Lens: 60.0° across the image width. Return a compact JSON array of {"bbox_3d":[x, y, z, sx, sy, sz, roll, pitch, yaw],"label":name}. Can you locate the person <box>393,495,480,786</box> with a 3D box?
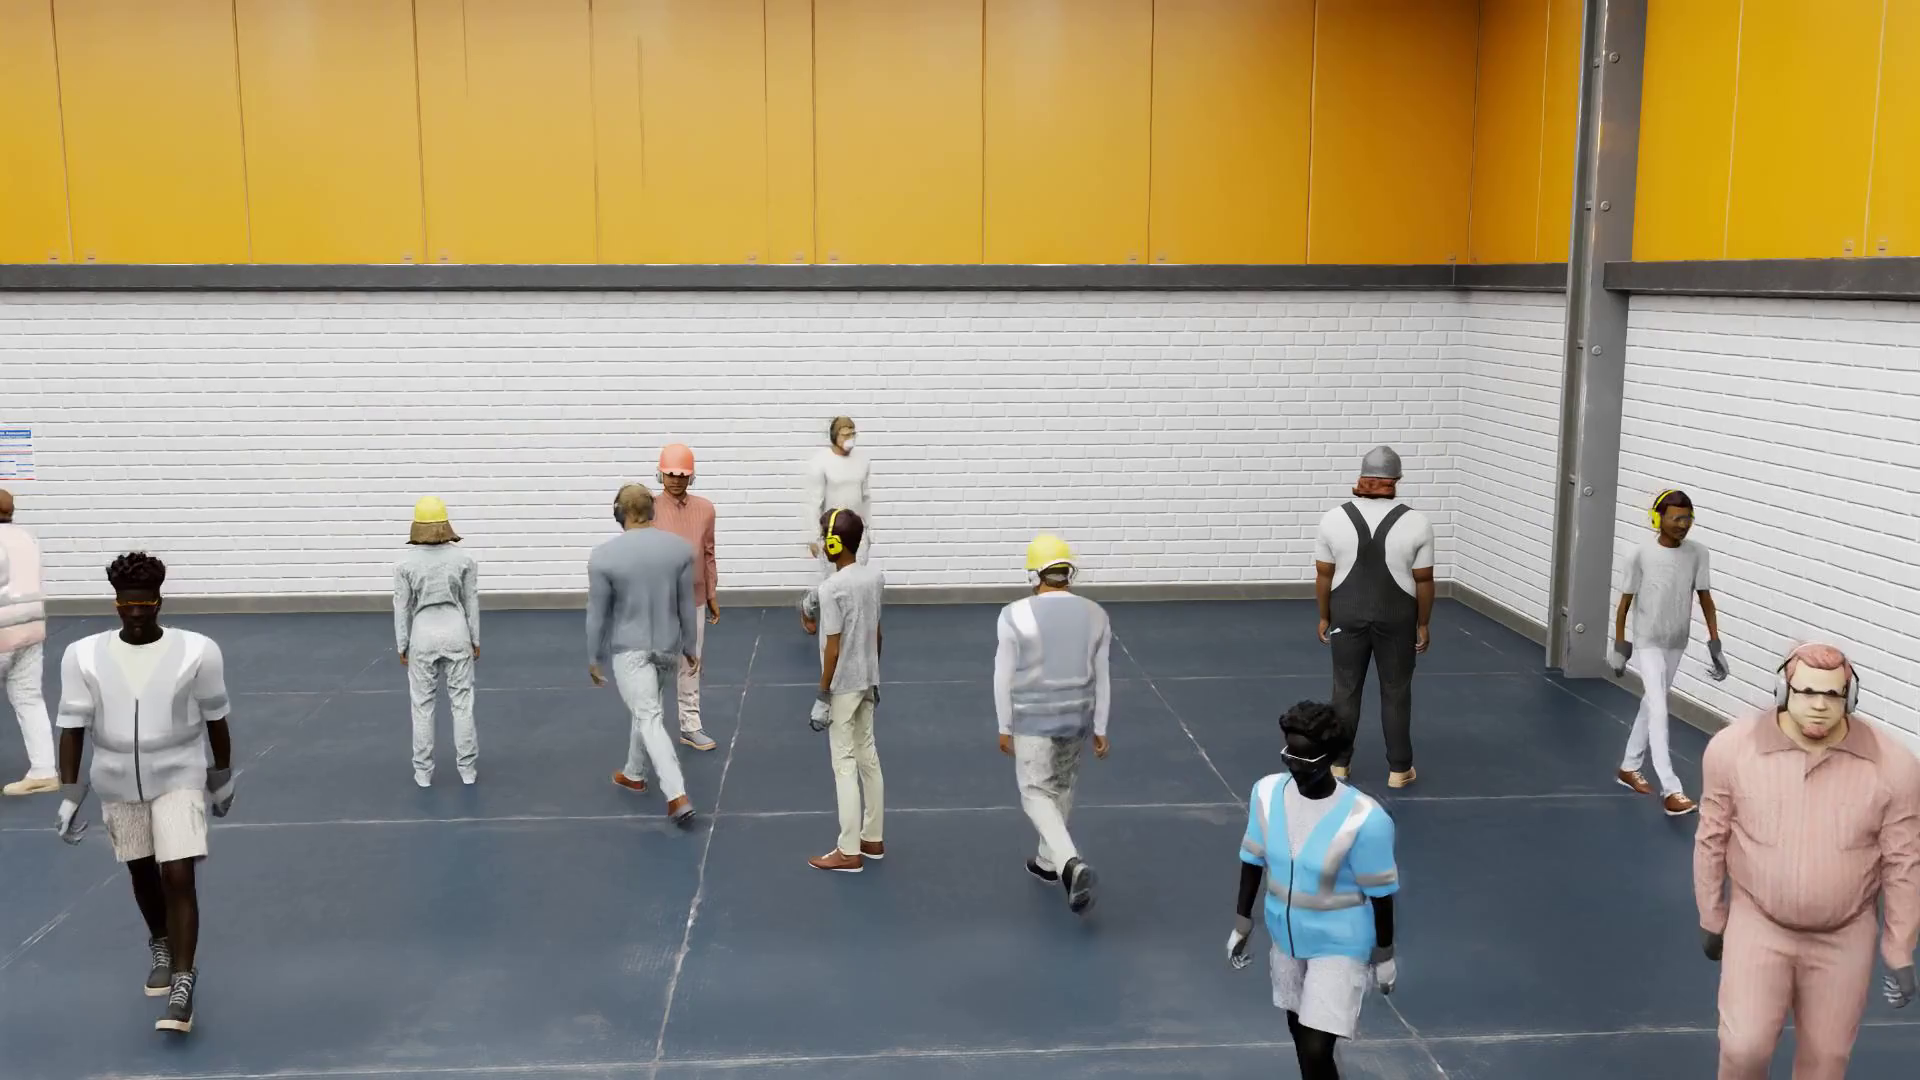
[{"bbox_3d":[-3.102,0.602,9.888,0.485,1.744,0.313,-3,10,-19],"label":"person"}]

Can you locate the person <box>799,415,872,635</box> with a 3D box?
[{"bbox_3d":[-1.001,-0.065,13.505,0.641,1.922,0.712,-9,13,-44],"label":"person"}]

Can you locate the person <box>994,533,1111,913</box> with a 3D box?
[{"bbox_3d":[0.482,0.881,7.995,0.580,1.796,0.802,-4,10,-24],"label":"person"}]

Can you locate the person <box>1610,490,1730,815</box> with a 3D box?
[{"bbox_3d":[4.054,0.631,9.423,0.542,1.821,0.949,-2,9,-12],"label":"person"}]

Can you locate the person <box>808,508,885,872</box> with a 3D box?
[{"bbox_3d":[-0.583,0.764,8.487,0.329,1.861,0.515,5,10,30],"label":"person"}]

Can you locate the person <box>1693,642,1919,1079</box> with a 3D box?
[{"bbox_3d":[2.701,1.254,5.336,0.654,1.891,0.460,4,10,22],"label":"person"}]

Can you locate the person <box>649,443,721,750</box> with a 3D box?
[{"bbox_3d":[-1.784,0.376,10.511,0.612,1.991,0.392,-7,12,-39],"label":"person"}]

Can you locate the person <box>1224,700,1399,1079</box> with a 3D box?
[{"bbox_3d":[1.139,1.338,5.471,0.574,1.675,0.543,-7,12,-39],"label":"person"}]

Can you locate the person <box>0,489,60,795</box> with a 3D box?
[{"bbox_3d":[-5.657,0.603,9.744,0.713,1.792,0.699,1,9,9],"label":"person"}]

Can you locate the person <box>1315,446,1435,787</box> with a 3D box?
[{"bbox_3d":[2.479,0.444,9.930,0.690,2.000,0.538,3,10,21],"label":"person"}]

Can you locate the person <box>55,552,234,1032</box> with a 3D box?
[{"bbox_3d":[-3.304,1.010,6.729,0.616,1.920,0.954,-2,9,-13],"label":"person"}]

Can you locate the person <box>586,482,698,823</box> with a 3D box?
[{"bbox_3d":[-1.759,0.619,9.358,0.631,1.886,1.046,-7,12,-39],"label":"person"}]
